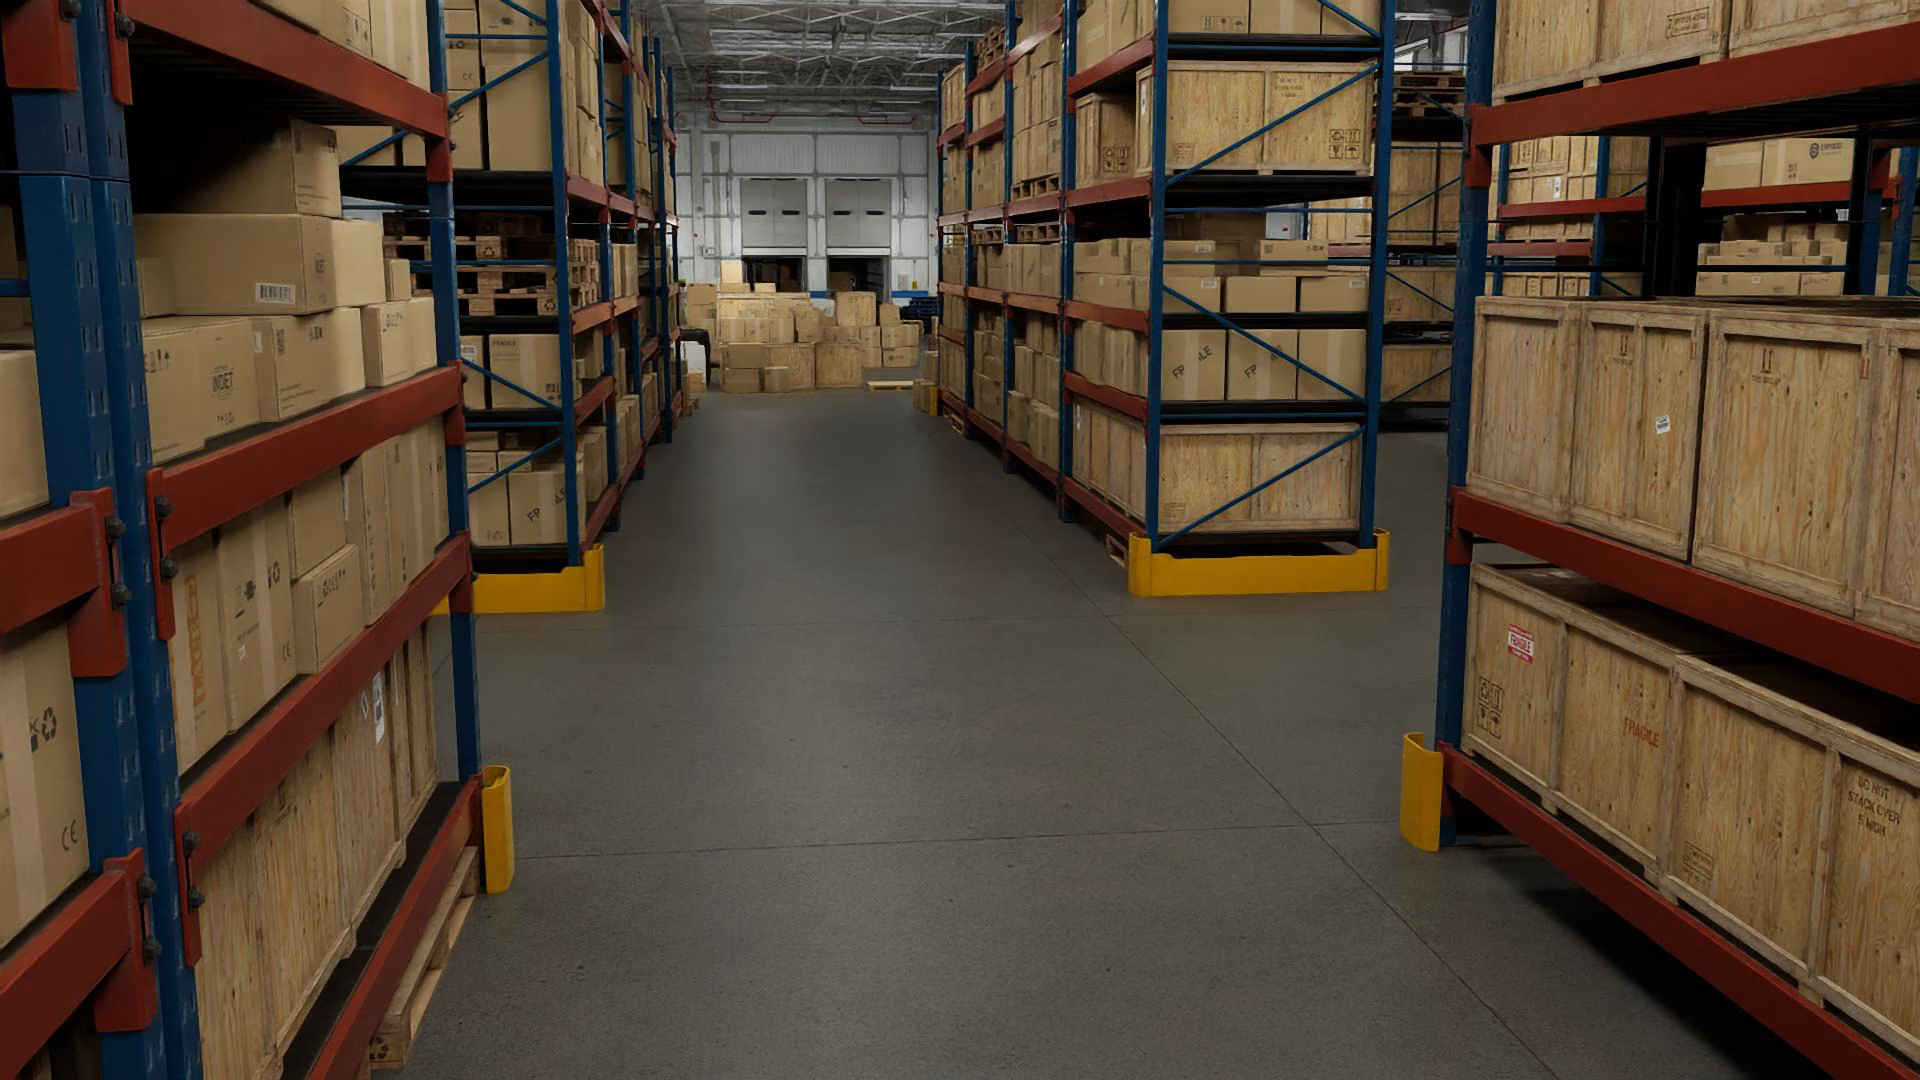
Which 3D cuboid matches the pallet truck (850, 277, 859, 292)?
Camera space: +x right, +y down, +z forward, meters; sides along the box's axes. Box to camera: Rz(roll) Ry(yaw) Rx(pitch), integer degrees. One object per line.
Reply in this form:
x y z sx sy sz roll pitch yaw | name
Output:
-3.782 -9.391 65.808 1.885 1.965 0.823 2 10 10 | pallet truck

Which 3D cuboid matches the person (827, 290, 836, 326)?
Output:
-3.644 -6.130 47.103 0.997 1.903 0.636 1 10 6 | person

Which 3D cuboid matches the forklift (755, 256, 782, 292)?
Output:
-6.827 -8.743 59.466 1.129 2.768 1.873 4 10 21 | forklift

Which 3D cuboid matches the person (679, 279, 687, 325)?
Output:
-11.240 -9.745 68.146 0.848 1.894 0.599 0 10 -1 | person
